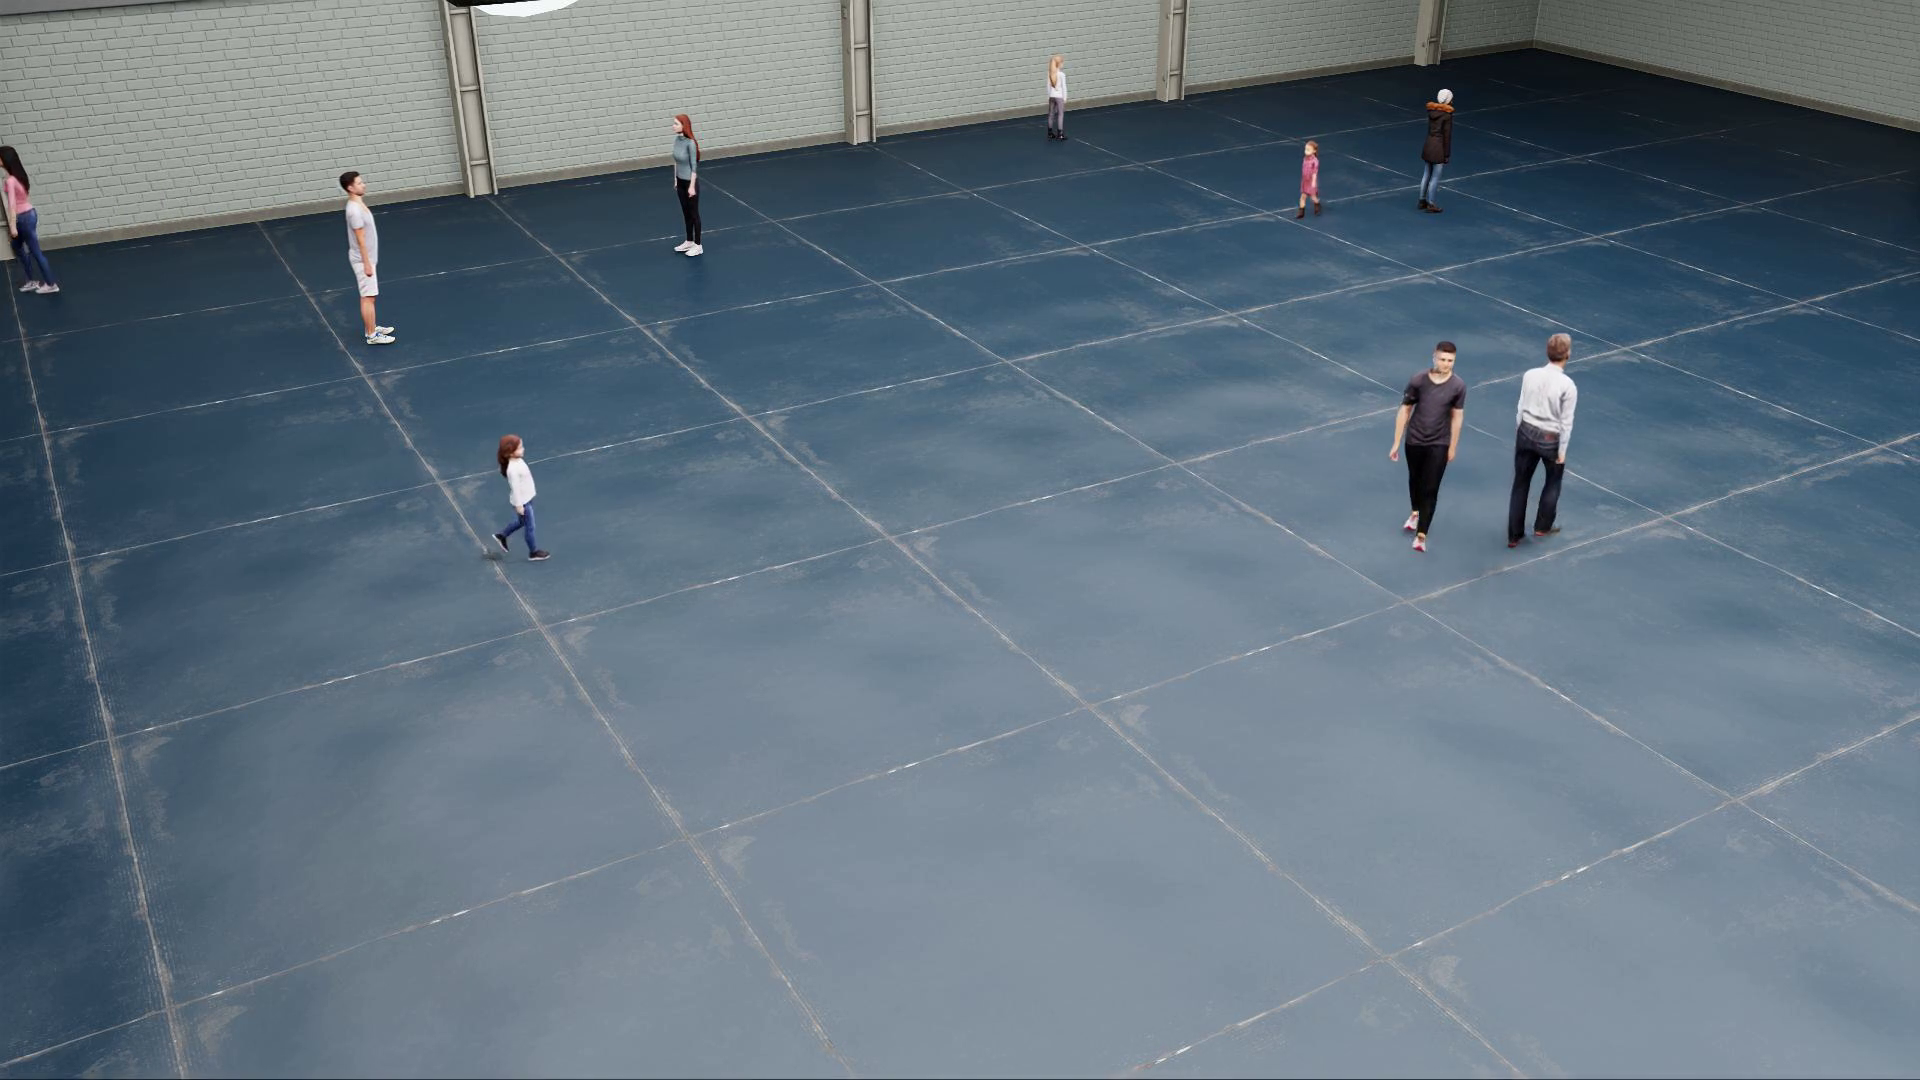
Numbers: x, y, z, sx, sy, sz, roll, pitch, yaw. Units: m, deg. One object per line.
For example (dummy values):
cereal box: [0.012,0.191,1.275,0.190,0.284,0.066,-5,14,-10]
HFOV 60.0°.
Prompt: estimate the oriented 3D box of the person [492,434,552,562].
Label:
person: [-3.591,-0.342,13.422,0.749,1.100,0.608,-2,27,-4]

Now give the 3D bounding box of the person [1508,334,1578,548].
person: [4.676,-0.782,13.512,0.794,1.799,0.887,23,35,37]

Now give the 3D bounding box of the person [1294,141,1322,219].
person: [4.696,-4.805,22.190,0.731,1.009,0.515,-22,34,-36]

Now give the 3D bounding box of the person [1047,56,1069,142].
person: [1.503,-6.903,25.967,0.566,1.279,0.597,18,32,31]

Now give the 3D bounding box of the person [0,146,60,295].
person: [-10.733,-3.698,19.246,0.721,1.735,0.664,-8,28,-16]

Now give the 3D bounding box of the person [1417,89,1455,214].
person: [6.394,-5.239,22.349,0.606,1.634,0.625,-12,30,-22]

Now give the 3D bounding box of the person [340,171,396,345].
person: [-6.390,-3.036,17.829,0.646,1.854,0.726,-8,28,-16]

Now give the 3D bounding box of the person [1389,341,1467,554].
person: [3.861,-0.828,13.685,1.046,1.723,1.178,12,30,22]

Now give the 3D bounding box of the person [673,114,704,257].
person: [-3.378,-4.406,20.611,0.582,1.743,0.603,-20,33,-33]
